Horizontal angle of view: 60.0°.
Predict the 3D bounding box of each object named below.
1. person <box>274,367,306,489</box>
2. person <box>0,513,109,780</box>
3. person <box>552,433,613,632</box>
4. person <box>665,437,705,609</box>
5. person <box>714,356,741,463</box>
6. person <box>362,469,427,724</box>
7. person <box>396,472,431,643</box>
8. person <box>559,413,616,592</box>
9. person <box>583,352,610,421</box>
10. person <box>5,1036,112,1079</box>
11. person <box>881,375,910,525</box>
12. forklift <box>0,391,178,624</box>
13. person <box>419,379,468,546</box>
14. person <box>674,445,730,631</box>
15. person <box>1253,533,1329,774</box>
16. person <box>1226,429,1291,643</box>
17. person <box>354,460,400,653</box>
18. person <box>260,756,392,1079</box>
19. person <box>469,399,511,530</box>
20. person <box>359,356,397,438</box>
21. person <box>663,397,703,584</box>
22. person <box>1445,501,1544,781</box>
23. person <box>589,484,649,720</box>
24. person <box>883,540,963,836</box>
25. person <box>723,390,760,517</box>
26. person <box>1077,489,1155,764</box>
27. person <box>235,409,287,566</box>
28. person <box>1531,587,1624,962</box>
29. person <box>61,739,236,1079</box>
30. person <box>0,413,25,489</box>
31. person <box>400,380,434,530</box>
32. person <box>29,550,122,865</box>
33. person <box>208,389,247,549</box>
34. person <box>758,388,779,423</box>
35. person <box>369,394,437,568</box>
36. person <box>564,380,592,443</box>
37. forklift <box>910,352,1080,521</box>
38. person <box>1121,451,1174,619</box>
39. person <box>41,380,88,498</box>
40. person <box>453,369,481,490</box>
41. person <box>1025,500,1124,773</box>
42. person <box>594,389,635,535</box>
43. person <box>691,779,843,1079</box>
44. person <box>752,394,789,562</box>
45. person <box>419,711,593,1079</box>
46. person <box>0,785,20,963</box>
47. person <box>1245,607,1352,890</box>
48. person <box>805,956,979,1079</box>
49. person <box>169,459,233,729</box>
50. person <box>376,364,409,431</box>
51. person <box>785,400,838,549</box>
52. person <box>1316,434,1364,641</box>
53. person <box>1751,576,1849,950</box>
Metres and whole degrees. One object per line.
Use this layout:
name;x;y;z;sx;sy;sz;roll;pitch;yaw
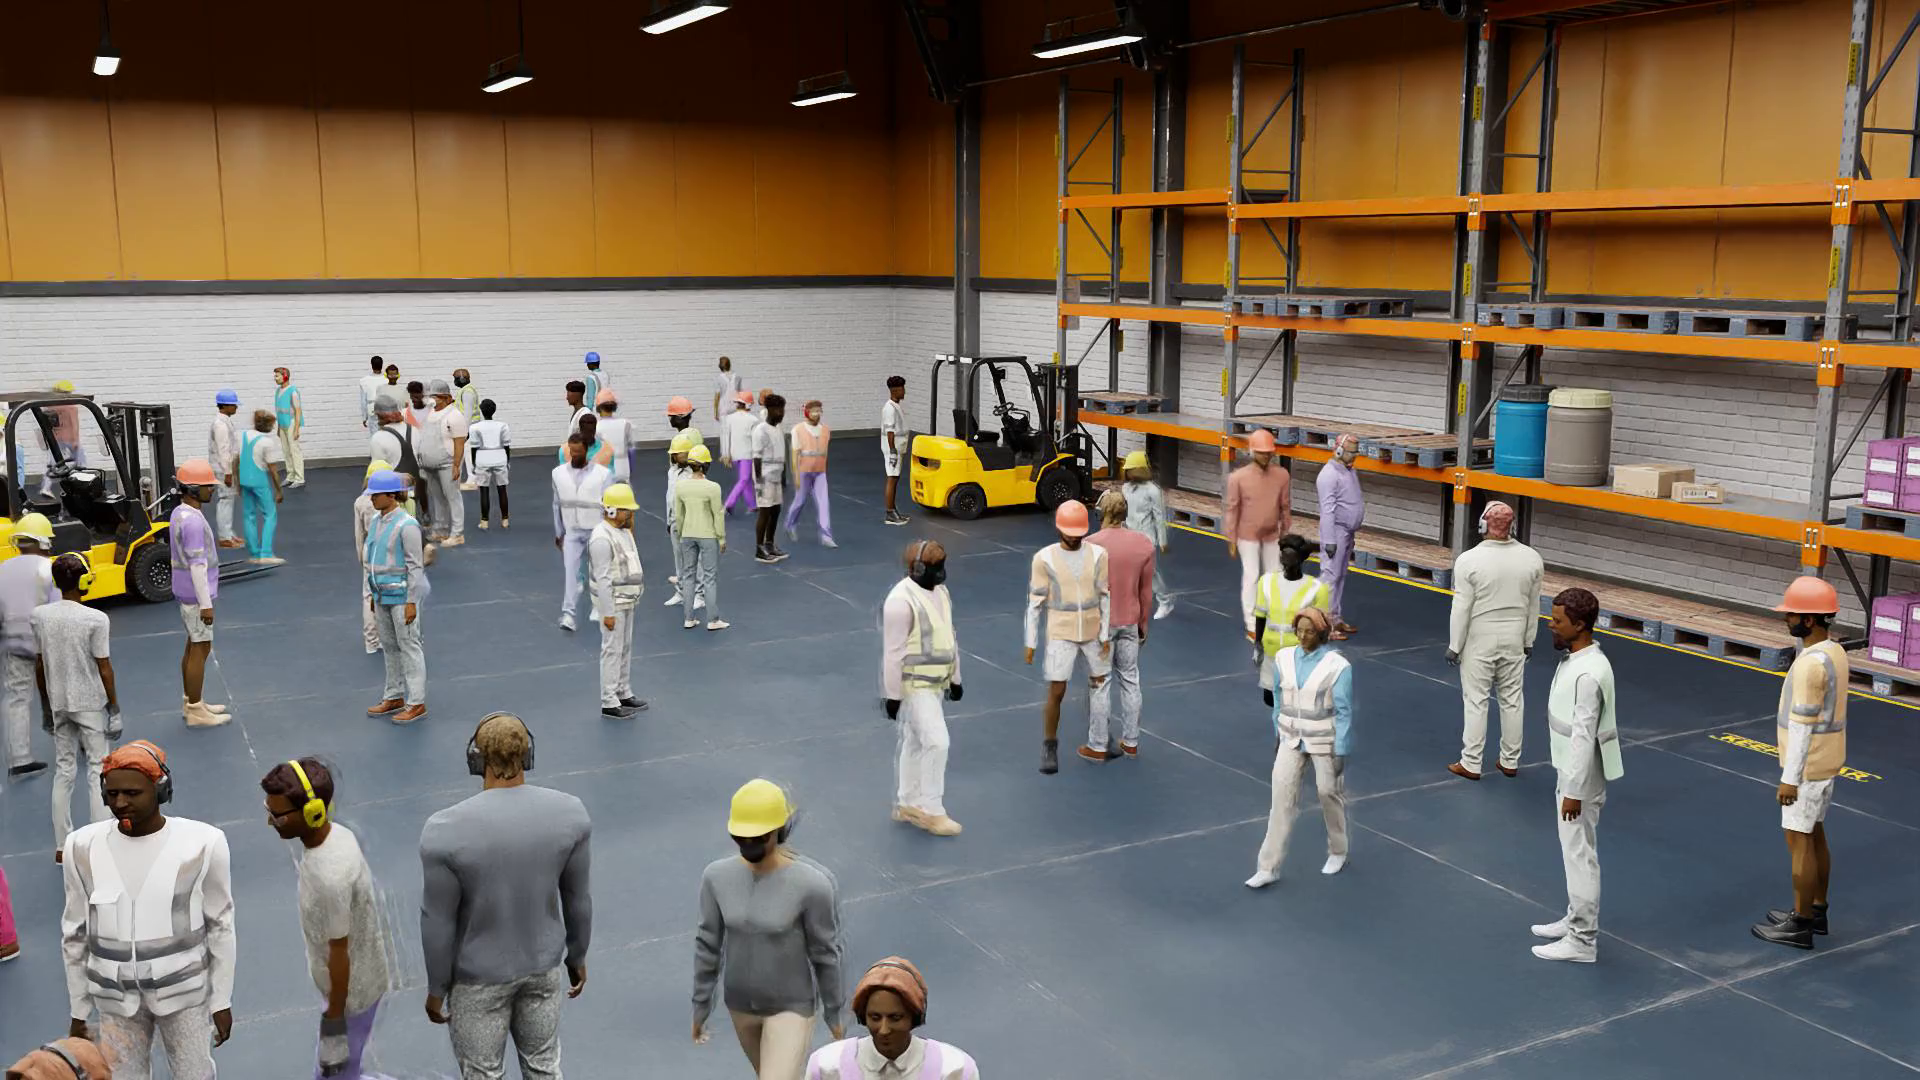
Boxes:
person;-10.172;-1.705;25.241;0.569;1.843;0.374;8;13;40
person;-6.339;0.703;11.537;0.602;1.782;0.907;1;10;7
person;-3.592;-0.084;15.849;0.617;1.861;0.993;0;10;3
person;-2.772;-0.176;16.732;0.494;1.741;0.310;7;12;34
person;-3.902;-2.196;28.102;0.533;1.832;0.633;-6;12;-32
person;-4.321;0.422;12.701;0.607;1.948;0.389;8;13;39
person;-5.024;0.183;15.016;0.417;1.611;0.526;2;10;11
person;-3.921;-0.398;17.570;0.585;1.903;0.406;-4;11;-22
person;-5.999;-2.142;27.498;0.416;1.939;0.604;3;10;18
person;-2.244;2.059;4.260;0.518;1.608;0.722;3;10;18
person;-0.852;-1.194;21.948;0.362;1.965;0.611;1;10;4
forklift;-9.026;-0.363;16.508;1.214;2.155;2.313;6;11;29
person;-6.352;-0.949;20.325;0.676;2.000;0.536;8;13;40
person;-2.451;-0.019;15.764;0.525;1.769;0.308;4;11;22
person;2.314;0.759;11.529;0.542;1.678;0.597;7;12;35
person;2.724;-0.047;15.298;0.647;1.978;0.551;-3;10;-16
person;-5.149;0.153;14.838;0.489;1.743;0.322;4;11;22
person;-2.157;1.640;6.007;0.594;1.841;0.534;-6;11;-29
person;-6.056;-0.971;21.463;0.548;1.698;0.319;-5;11;-28
person;-9.300;-1.995;26.696;0.593;1.922;0.391;-4;11;-20
person;-2.974;-0.526;17.929;0.397;2.039;0.610;2;10;13
person;3.605;0.684;11.309;0.638;1.910;0.407;-2;10;-11
person;-2.635;0.470;12.804;0.403;1.821;0.600;1;10;6
person;-0.139;0.906;10.263;0.660;1.821;0.661;4;11;24
person;-2.954;-1.164;22.523;0.589;1.718;0.828;7;12;36
person;1.054;0.606;11.671;0.628;1.940;0.373;-4;11;-22
person;-7.992;-0.584;18.934;0.638;1.805;0.353;3;10;16
person;3.147;1.185;8.439;0.390;1.911;0.585;2;10;13
person;-2.874;1.633;5.920;0.575;1.882;0.355;-2;10;-9
person;-10.718;-0.536;18.538;0.590;1.837;0.404;2;10;10
person;-6.944;-1.126;21.659;0.666;1.935;0.722;-1;10;-8
person;-5.141;0.987;9.717;0.506;1.859;0.332;2;10;9
person;-8.846;-0.857;20.110;0.429;1.940;0.615;-4;10;-20
person;-2.739;-1.352;23.815;0.267;1.632;0.509;3;10;19
person;-6.239;-0.612;18.388;0.647;2.000;0.693;5;11;27
person;-4.813;-1.052;21.139;0.362;1.960;0.613;-4;11;-22
forklift;0.460;-1.461;22.833;2.313;2.155;1.214;-5;11;-28
person;1.759;-0.021;15.994;0.950;1.694;0.498;-7;12;-34
person;-13.072;-1.475;24.286;0.535;1.719;0.931;3;10;19
person;-7.452;-1.673;25.113;0.429;1.831;0.635;-3;10;-18
person;0.820;0.644;11.549;0.770;1.908;0.586;-2;10;-11
person;-4.080;-0.762;19.428;0.627;1.988;1.078;-6;11;-29
person;-0.712;1.692;6.043;0.540;1.717;0.935;4;11;22
person;-2.176;-0.723;19.292;0.433;1.947;0.625;4;10;20
person;-1.655;1.579;6.122;0.636;1.928;0.390;-7;12;-35
person;-4.980;1.335;8.392;0.304;1.622;0.516;-4;11;-22
person;1.965;1.167;9.429;0.536;1.596;0.785;9;13;41
person;-0.193;1.961;4.723;0.515;1.641;0.314;0;10;0
person;-5.736;0.399;12.584;0.397;2.034;0.605;-6;11;-30
person;-8.722;-1.780;25.643;0.509;1.860;0.334;-4;11;-21
person;-1.858;-0.823;20.332;0.584;1.806;0.954;-8;12;-37
person;3.543;-0.035;15.474;0.407;1.902;0.639;5;11;29
person;4.362;1.145;8.616;0.388;1.929;0.539;8;12;37
